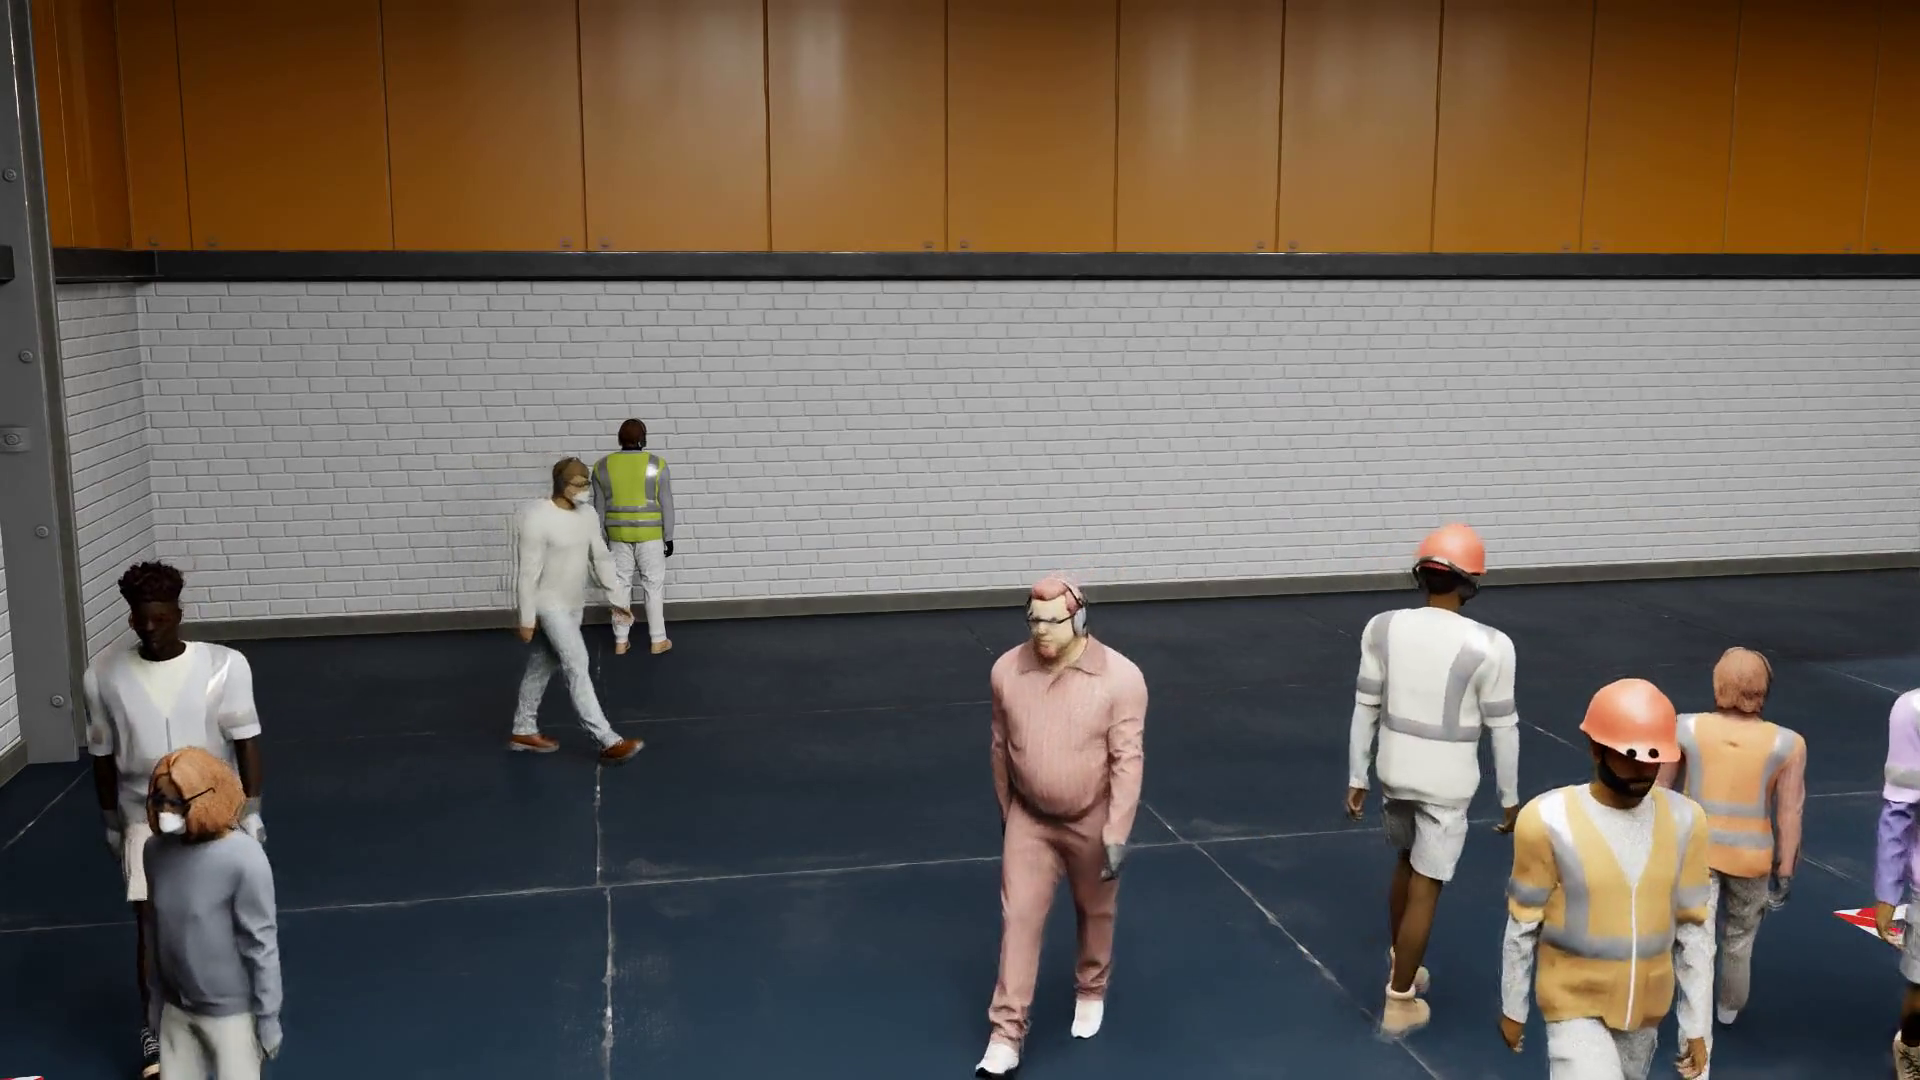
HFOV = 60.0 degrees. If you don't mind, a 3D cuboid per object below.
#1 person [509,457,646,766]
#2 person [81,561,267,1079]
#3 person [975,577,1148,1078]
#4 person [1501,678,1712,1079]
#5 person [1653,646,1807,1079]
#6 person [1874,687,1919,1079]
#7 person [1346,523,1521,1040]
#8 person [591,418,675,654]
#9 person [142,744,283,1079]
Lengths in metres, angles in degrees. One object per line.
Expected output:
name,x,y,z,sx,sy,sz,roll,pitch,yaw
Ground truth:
person,-2.353,0.429,10.065,1.042,1.871,0.656,3,10,20
person,-2.949,1.030,6.277,0.608,1.911,0.997,-4,10,-22
person,0.360,1.073,6.214,0.641,1.855,0.989,3,10,19
person,1.836,1.293,4.794,0.540,1.895,1.002,-1,9,-6
person,2.871,1.188,6.282,0.527,1.591,0.858,4,10,22
person,3.382,1.125,5.489,0.642,1.989,0.742,6,11,31
person,1.893,0.933,6.551,0.717,2.014,0.621,-9,13,-43
person,-2.519,-0.024,12.933,0.626,1.844,0.429,0,9,2
person,-2.221,1.394,4.978,0.509,1.620,0.631,5,10,26
